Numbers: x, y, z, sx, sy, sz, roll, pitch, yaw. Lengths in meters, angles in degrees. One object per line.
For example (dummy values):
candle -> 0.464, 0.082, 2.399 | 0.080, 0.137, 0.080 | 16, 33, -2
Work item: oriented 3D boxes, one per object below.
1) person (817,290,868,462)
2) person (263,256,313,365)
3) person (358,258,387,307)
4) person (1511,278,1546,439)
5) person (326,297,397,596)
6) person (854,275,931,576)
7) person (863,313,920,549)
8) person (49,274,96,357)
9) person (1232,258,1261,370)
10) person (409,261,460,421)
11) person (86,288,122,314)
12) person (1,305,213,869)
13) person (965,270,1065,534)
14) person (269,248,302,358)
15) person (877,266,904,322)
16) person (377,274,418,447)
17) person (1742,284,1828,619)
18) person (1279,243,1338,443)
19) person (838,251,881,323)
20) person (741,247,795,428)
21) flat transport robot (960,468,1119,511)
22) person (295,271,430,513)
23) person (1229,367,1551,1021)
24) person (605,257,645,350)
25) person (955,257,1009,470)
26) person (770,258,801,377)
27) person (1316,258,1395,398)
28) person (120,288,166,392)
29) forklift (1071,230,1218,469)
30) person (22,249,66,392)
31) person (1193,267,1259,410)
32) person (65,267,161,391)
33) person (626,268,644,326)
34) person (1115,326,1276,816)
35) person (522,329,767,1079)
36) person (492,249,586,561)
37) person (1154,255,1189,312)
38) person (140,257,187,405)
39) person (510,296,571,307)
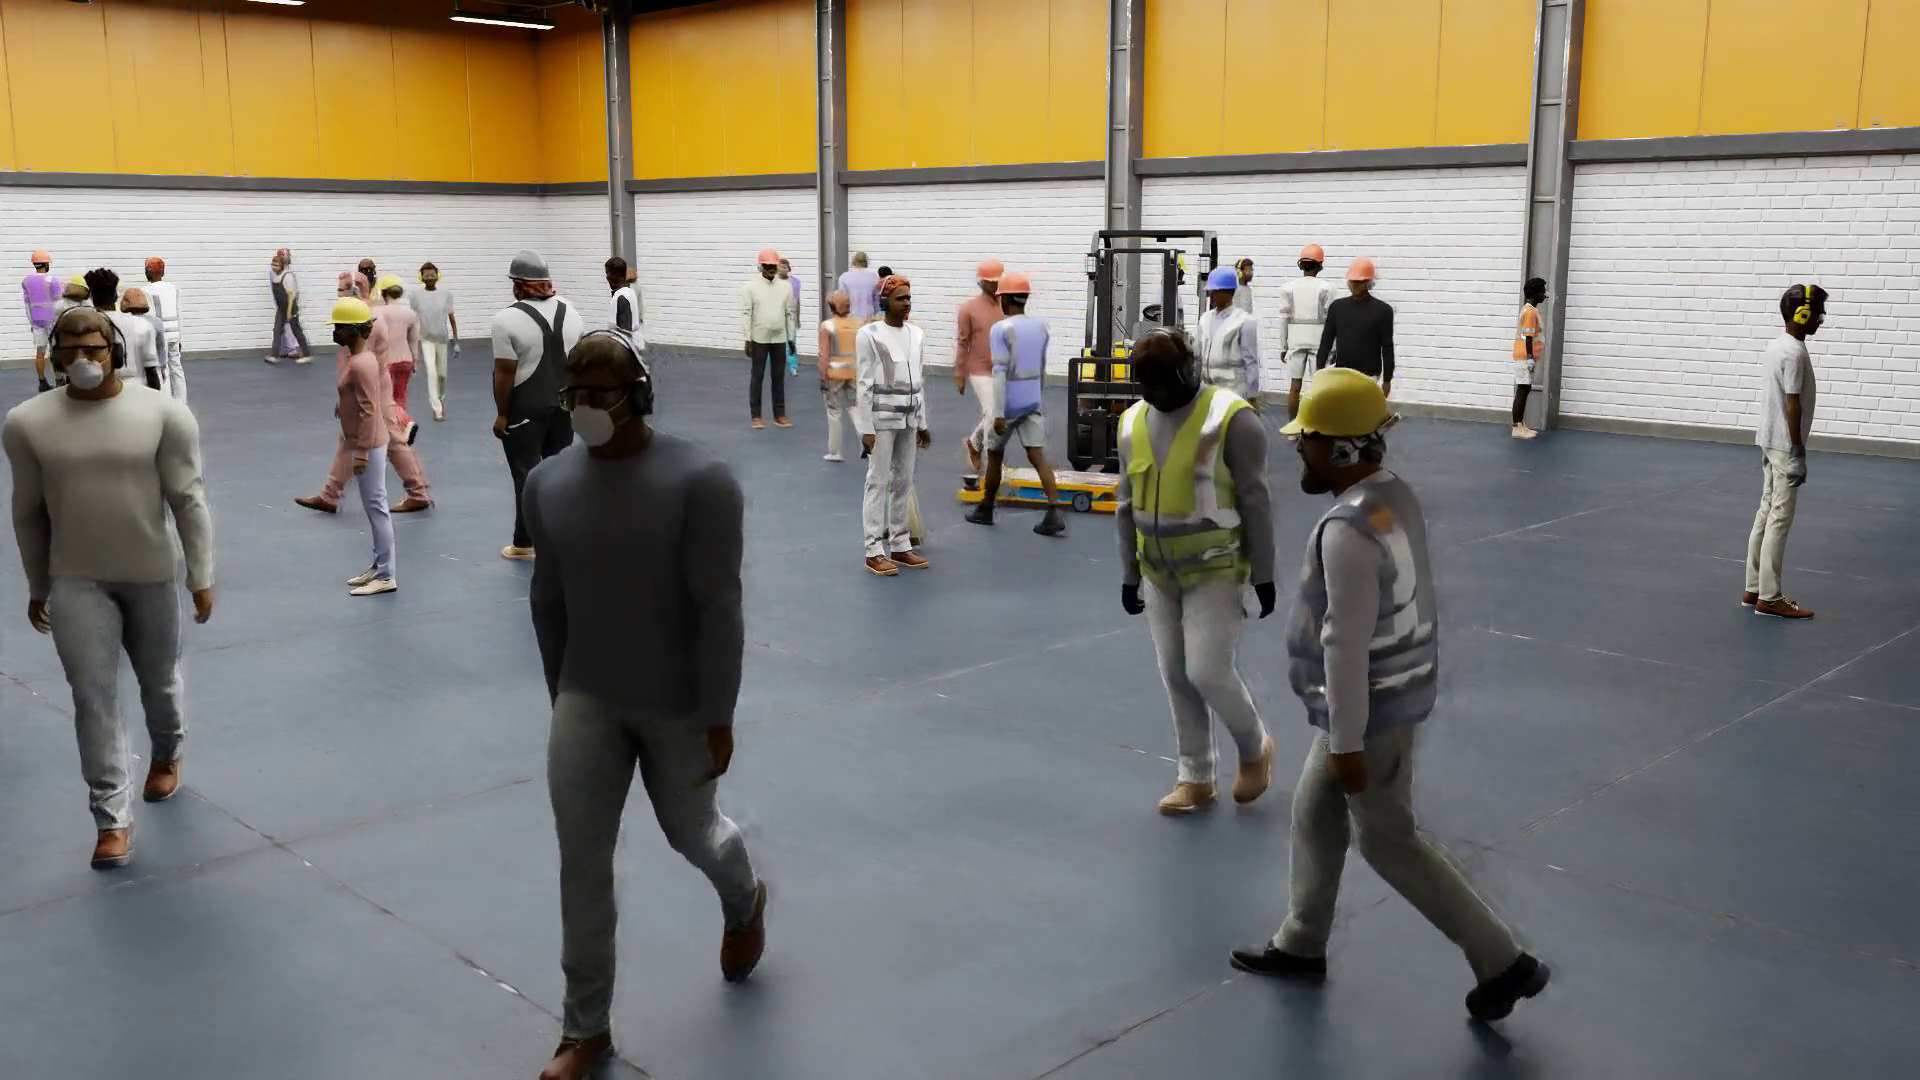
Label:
person -> -1.084, -1.525, 15.578 | 0.533, 1.624, 0.522 | -7, 13, -35
person -> -11.162, -3.789, 27.470 | 0.545, 1.786, 0.965 | 6, 12, 30
person -> -7.571, -2.682, 21.329 | 0.619, 1.838, 0.430 | -3, 11, -15
person -> 5.991, -1.912, 17.532 | 0.320, 1.694, 0.531 | 4, 11, 22
person -> -3.565, -0.555, 9.919 | 0.319, 1.769, 0.523 | -4, 11, -19
person -> -0.415, -0.728, 10.544 | 0.355, 1.883, 0.573 | 9, 14, 40
person -> -0.494, -0.731, 11.300 | 0.518, 1.605, 0.553 | 4, 11, 19
person -> -9.913, -2.131, 18.672 | 0.699, 1.699, 0.500 | 5, 12, 25
person -> 3.400, -2.445, 19.979 | 0.408, 1.853, 0.524 | 9, 14, 40
person -> -6.134, -2.328, 19.420 | 0.537, 1.840, 0.882 | -5, 11, -23
person -> -8.878, -1.911, 17.466 | 0.918, 1.734, 0.531 | 0, 10, 2
person -> -3.001, 0.112, 5.929 | 0.639, 1.901, 0.976 | -4, 11, -19
person -> 0.431, -0.990, 11.979 | 0.564, 1.889, 1.010 | -8, 13, -38
person -> -11.700, -4.114, 28.942 | 0.636, 1.911, 0.404 | 9, 14, 40
person -> -1.080, -3.146, 24.246 | 0.558, 1.681, 0.379 | -6, 12, -28
person -> -5.602, -1.767, 16.552 | 0.656, 1.747, 0.531 | 8, 13, 37
person -> 4.656, -0.498, 9.348 | 0.329, 1.864, 0.508 | 2, 11, 11
person -> 3.577, -2.005, 17.070 | 0.605, 2.045, 0.378 | 5, 12, 25
person -> -1.444, -3.115, 23.513 | 0.634, 1.897, 0.914 | -2, 11, -11
person -> -2.120, -2.235, 18.458 | 0.620, 1.992, 0.393 | -5, 12, -27
flat transport robot -> 0.779, -0.413, 13.223 | 1.431, 0.197, 0.652 | 5, 11, 24
person -> -4.578, -1.109, 12.696 | 0.983, 1.851, 0.654 | -4, 11, -22
person -> 1.190, 0.432, 4.499 | 0.843, 1.797, 0.602 | 4, 11, 22
person -> -3.405, -1.911, 16.914 | 0.391, 1.913, 0.587 | -2, 11, -9
person -> 0.229, -1.487, 14.504 | 0.626, 1.955, 0.921 | -6, 12, -29
person -> -2.728, -3.411, 25.439 | 0.570, 1.803, 0.915 | -4, 11, -20
person -> 3.426, -1.454, 14.381 | 0.624, 1.943, 1.045 | 10, 14, 44
person -> -7.836, -1.593, 15.938 | 0.268, 1.632, 0.507 | 6, 12, 29
forklift -> 1.804, -1.825, 15.677 | 1.214, 2.155, 2.313 | 2, 11, 13
person -> -12.464, -2.989, 22.713 | 0.545, 1.942, 0.349 | 1, 10, 6
person -> 2.069, -1.199, 13.117 | 1.049, 1.889, 0.626 | -6, 12, -28
person -> -6.034, -0.984, 11.889 | 0.611, 1.915, 1.005 | -9, 14, -41
person -> -5.370, -3.545, 26.634 | 0.688, 1.602, 0.526 | 7, 12, 32
person -> 0.844, 0.124, 6.120 | 0.494, 1.809, 0.678 | -10, 14, -43
person -> -0.818, 0.393, 4.392 | 0.638, 1.909, 0.918 | 3, 11, 14
person -> -2.835, -0.893, 11.016 | 0.538, 2.000, 0.684 | 8, 13, 38
person -> 2.329, -2.197, 18.433 | 0.369, 1.928, 0.585 | -1, 10, -4
person -> -9.091, -2.270, 18.953 | 0.354, 1.883, 0.572 | 3, 11, 17
person -> -4.023, -1.693, 16.041 | 0.631, 1.798, 0.942 | -3, 11, -15
